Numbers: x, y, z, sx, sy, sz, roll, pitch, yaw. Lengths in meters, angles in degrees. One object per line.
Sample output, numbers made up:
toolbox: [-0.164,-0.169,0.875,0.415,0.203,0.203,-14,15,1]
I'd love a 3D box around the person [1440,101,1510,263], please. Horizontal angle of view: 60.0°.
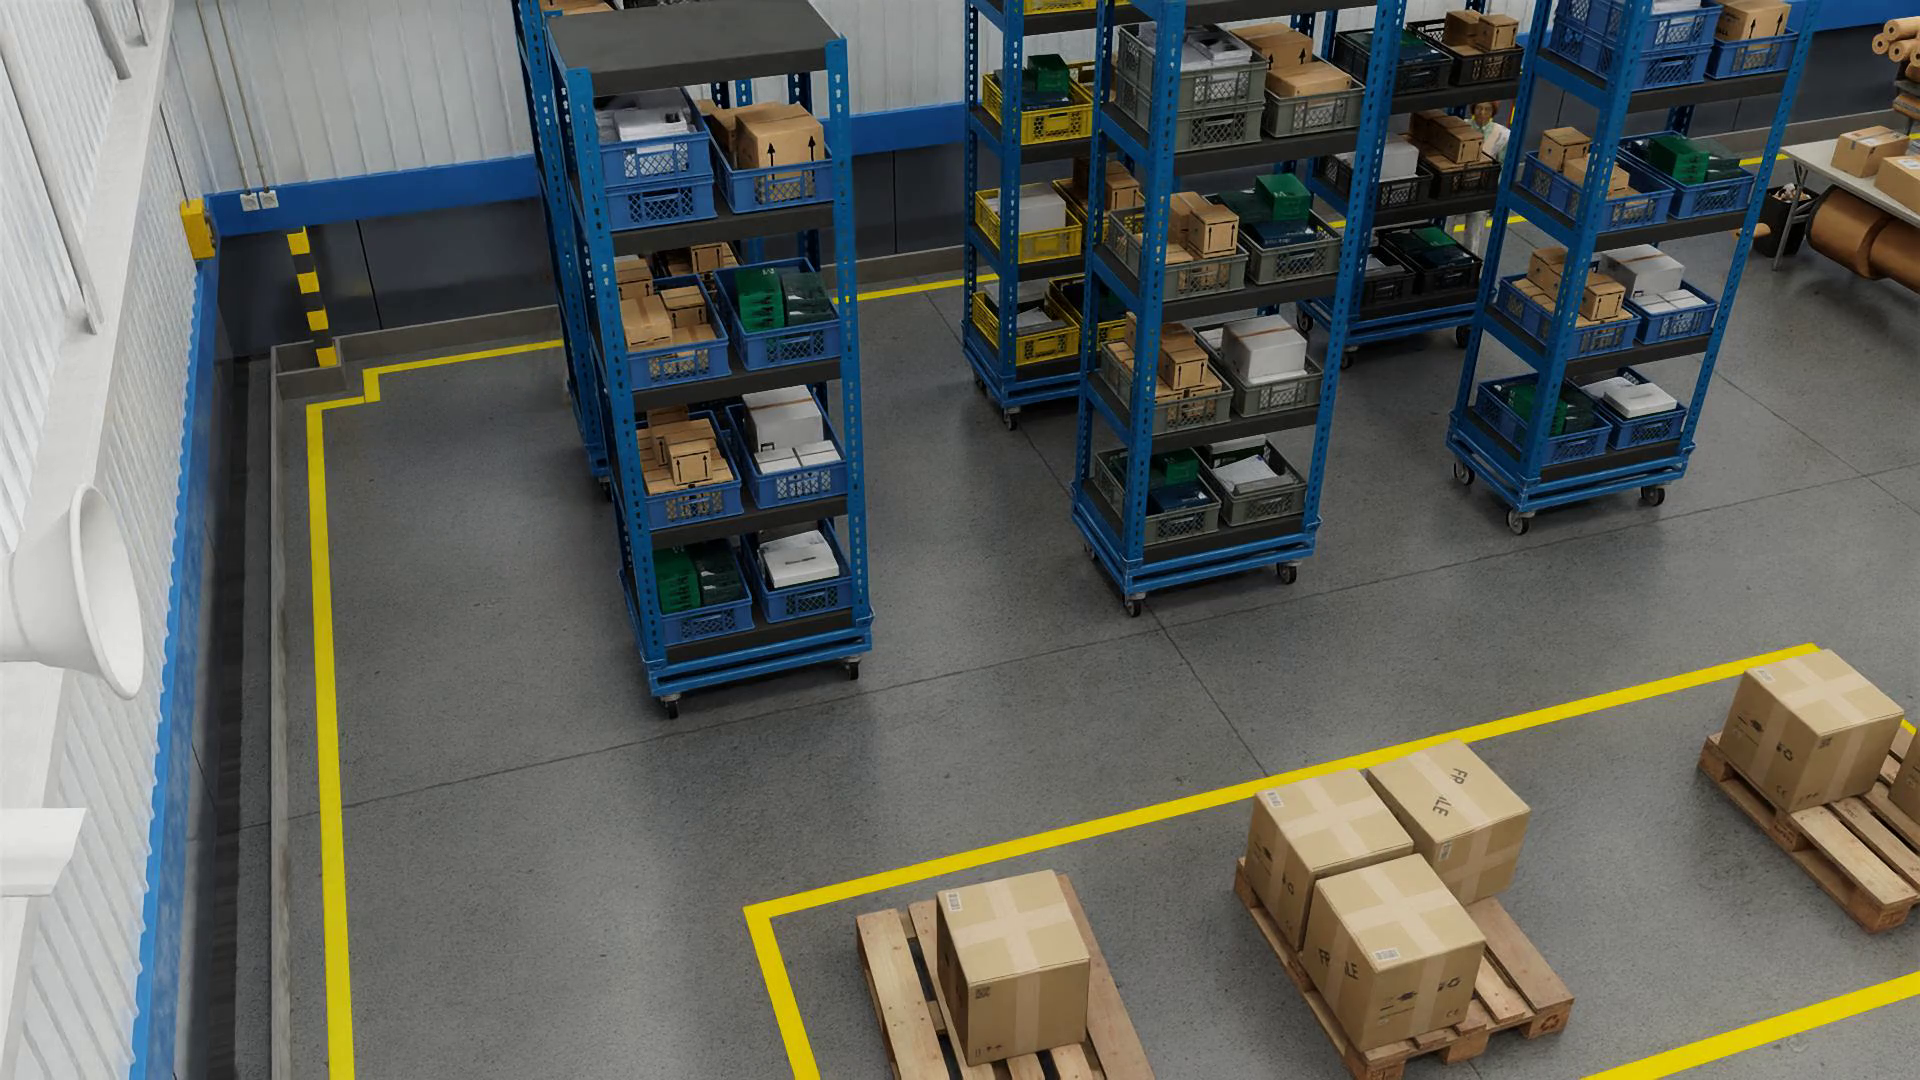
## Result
person: [3.818,-2.602,12.537,0.513,1.645,0.307,10,36,14]
